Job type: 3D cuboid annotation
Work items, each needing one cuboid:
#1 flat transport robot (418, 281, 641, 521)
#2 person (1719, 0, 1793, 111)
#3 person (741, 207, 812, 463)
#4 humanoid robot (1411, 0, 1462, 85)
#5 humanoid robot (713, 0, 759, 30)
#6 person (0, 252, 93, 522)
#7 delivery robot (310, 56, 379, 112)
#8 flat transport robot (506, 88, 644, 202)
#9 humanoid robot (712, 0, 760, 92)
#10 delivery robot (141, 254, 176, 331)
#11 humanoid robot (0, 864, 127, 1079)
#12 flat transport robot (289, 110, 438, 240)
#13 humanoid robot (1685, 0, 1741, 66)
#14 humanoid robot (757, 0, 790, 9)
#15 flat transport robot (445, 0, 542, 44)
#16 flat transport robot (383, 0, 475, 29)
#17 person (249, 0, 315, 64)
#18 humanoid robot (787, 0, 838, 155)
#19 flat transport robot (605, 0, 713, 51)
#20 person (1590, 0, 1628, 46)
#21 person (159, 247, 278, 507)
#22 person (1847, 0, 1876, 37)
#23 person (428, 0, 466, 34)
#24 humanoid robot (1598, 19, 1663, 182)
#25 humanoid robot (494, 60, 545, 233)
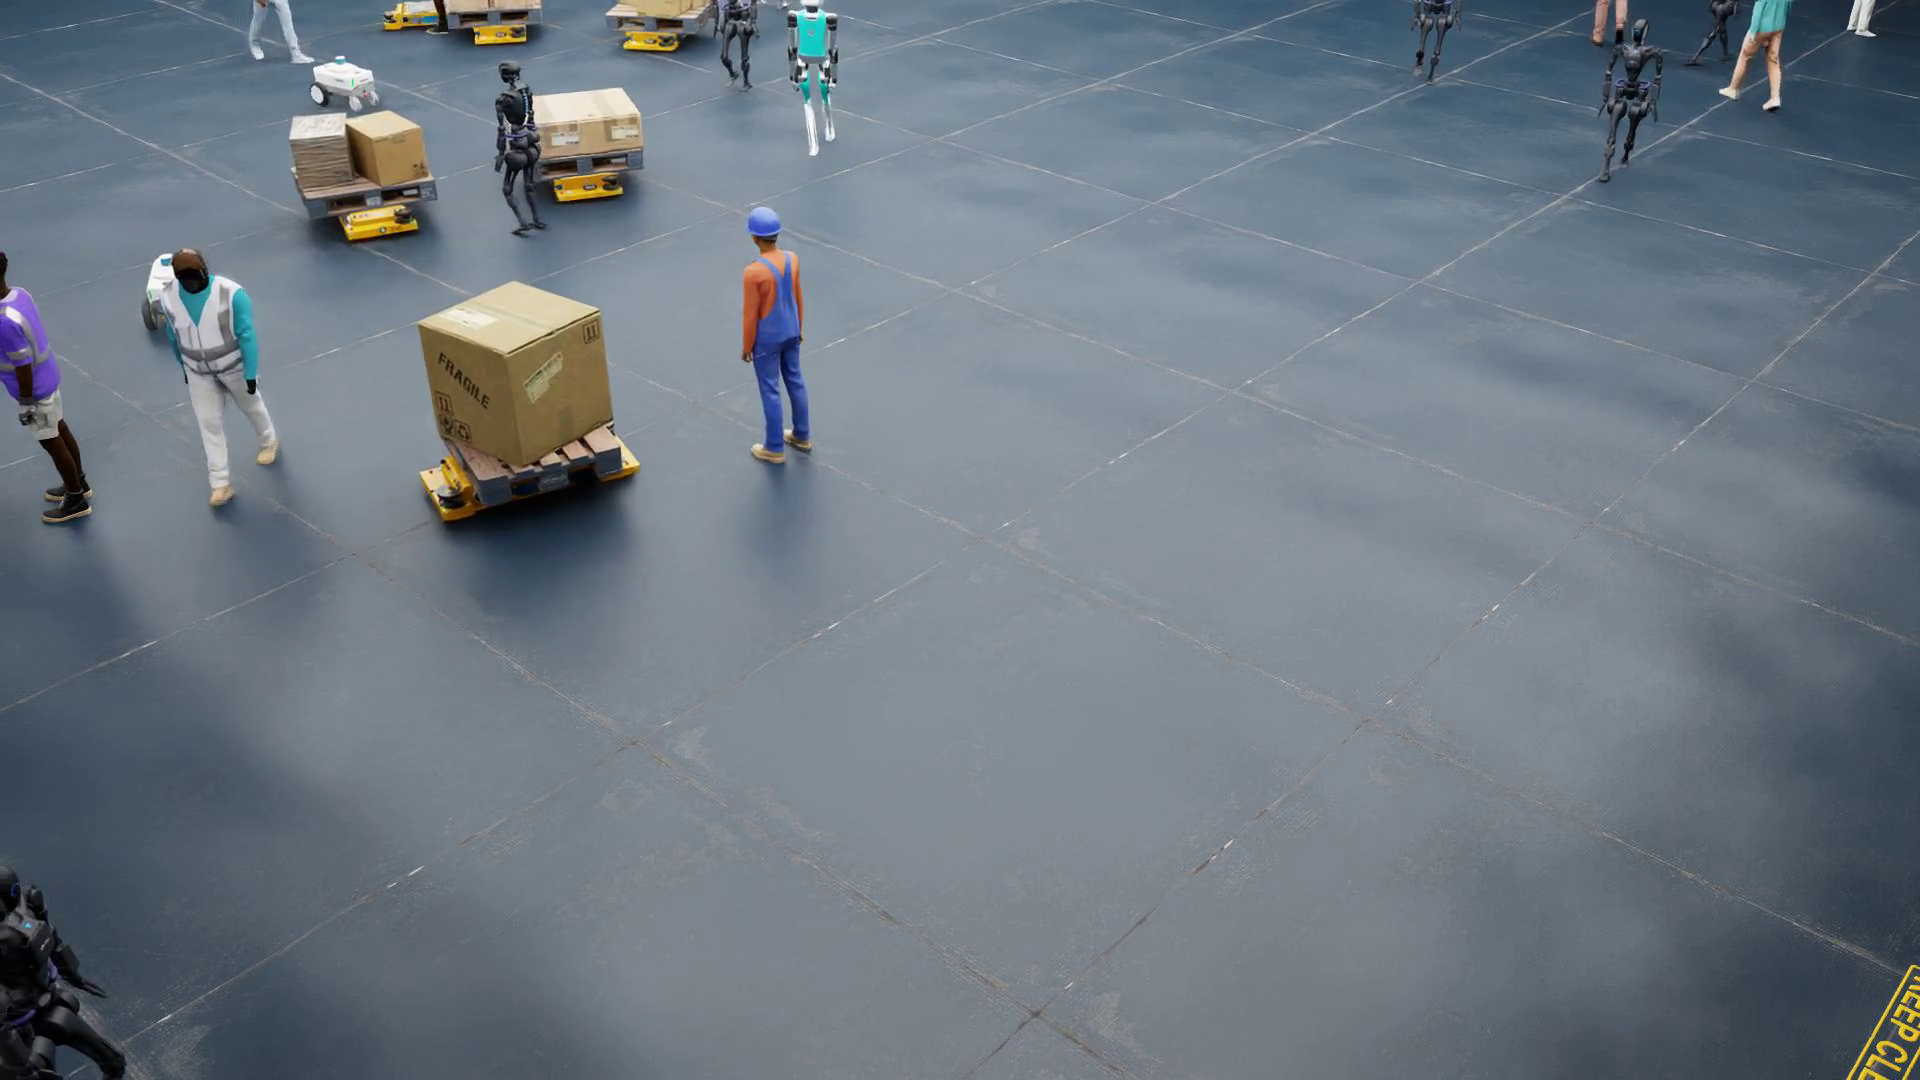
[{"bbox_3d":[-3.111,-0.536,12.016,1.431,0.231,0.659,-17,35,-25],"label":"flat transport robot"},{"bbox_3d":[9.371,-5.930,19.236,0.540,1.830,0.962,-6,32,-9],"label":"person"},{"bbox_3d":[-1.339,-1.480,11.992,0.381,1.904,0.520,26,40,36],"label":"person"},{"bbox_3d":[5.765,-6.342,20.038,0.603,1.646,0.404,6,32,9],"label":"humanoid robot"},{"bbox_3d":[-2.945,-7.572,21.973,0.877,1.748,0.544,-7,32,-11],"label":"humanoid robot"},{"bbox_3d":[-6.280,-1.051,11.239,0.369,1.965,0.606,-9,33,-15],"label":"person"},{"bbox_3d":[-7.244,-5.369,19.544,0.809,0.611,0.499,18,36,26],"label":"delivery robot"},{"bbox_3d":[-3.991,-3.881,17.403,0.659,0.231,1.431,-12,34,-18],"label":"flat transport robot"},{"bbox_3d":[-2.645,-6.161,19.745,0.600,1.648,0.364,8,33,13],"label":"humanoid robot"},{"bbox_3d":[-6.792,-2.159,14.372,0.499,0.608,0.799,-9,33,-15],"label":"delivery robot"},{"bbox_3d":[-3.698,1.936,6.703,0.455,1.643,0.602,-1,32,-1],"label":"humanoid robot"},{"bbox_3d":[-5.889,-3.342,16.535,0.659,0.231,1.431,-15,35,-23],"label":"flat transport robot"},{"bbox_3d":[9.562,-6.746,20.729,0.783,1.624,0.590,-3,32,-5],"label":"humanoid robot"},{"bbox_3d":[-2.578,-8.282,23.117,0.870,1.788,0.548,15,35,22],"label":"humanoid robot"},{"bbox_3d":[-6.206,-6.923,22.301,0.659,0.231,1.431,-6,32,-10],"label":"flat transport robot"},{"bbox_3d":[-7.119,-7.195,22.741,1.431,0.231,0.659,-8,33,-12],"label":"flat transport robot"},{"bbox_3d":[-8.682,-6.927,20.795,0.984,1.872,0.610,12,34,19],"label":"person"},{"bbox_3d":[-1.534,-5.029,17.925,0.553,1.837,0.885,2,32,3],"label":"humanoid robot"},{"bbox_3d":[-3.924,-6.758,22.036,0.659,0.231,1.431,5,32,7],"label":"flat transport robot"},{"bbox_3d":[8.448,-7.294,21.360,0.667,1.887,0.487,3,32,5],"label":"person"},{"bbox_3d":[-5.193,-1.211,11.663,0.621,1.799,0.931,-3,32,-5],"label":"person"},{"bbox_3d":[12.096,-7.500,21.932,0.311,1.636,0.517,2,32,3],"label":"person"},{"bbox_3d":[-6.944,-7.671,21.929,0.416,1.956,0.646,14,34,21],"label":"person"},{"bbox_3d":[6.963,-4.569,17.238,0.596,1.639,0.787,16,35,24],"label":"humanoid robot"},{"bbox_3d":[-4.202,-3.761,15.865,0.343,1.649,0.588,12,34,19],"label":"humanoid robot"}]
